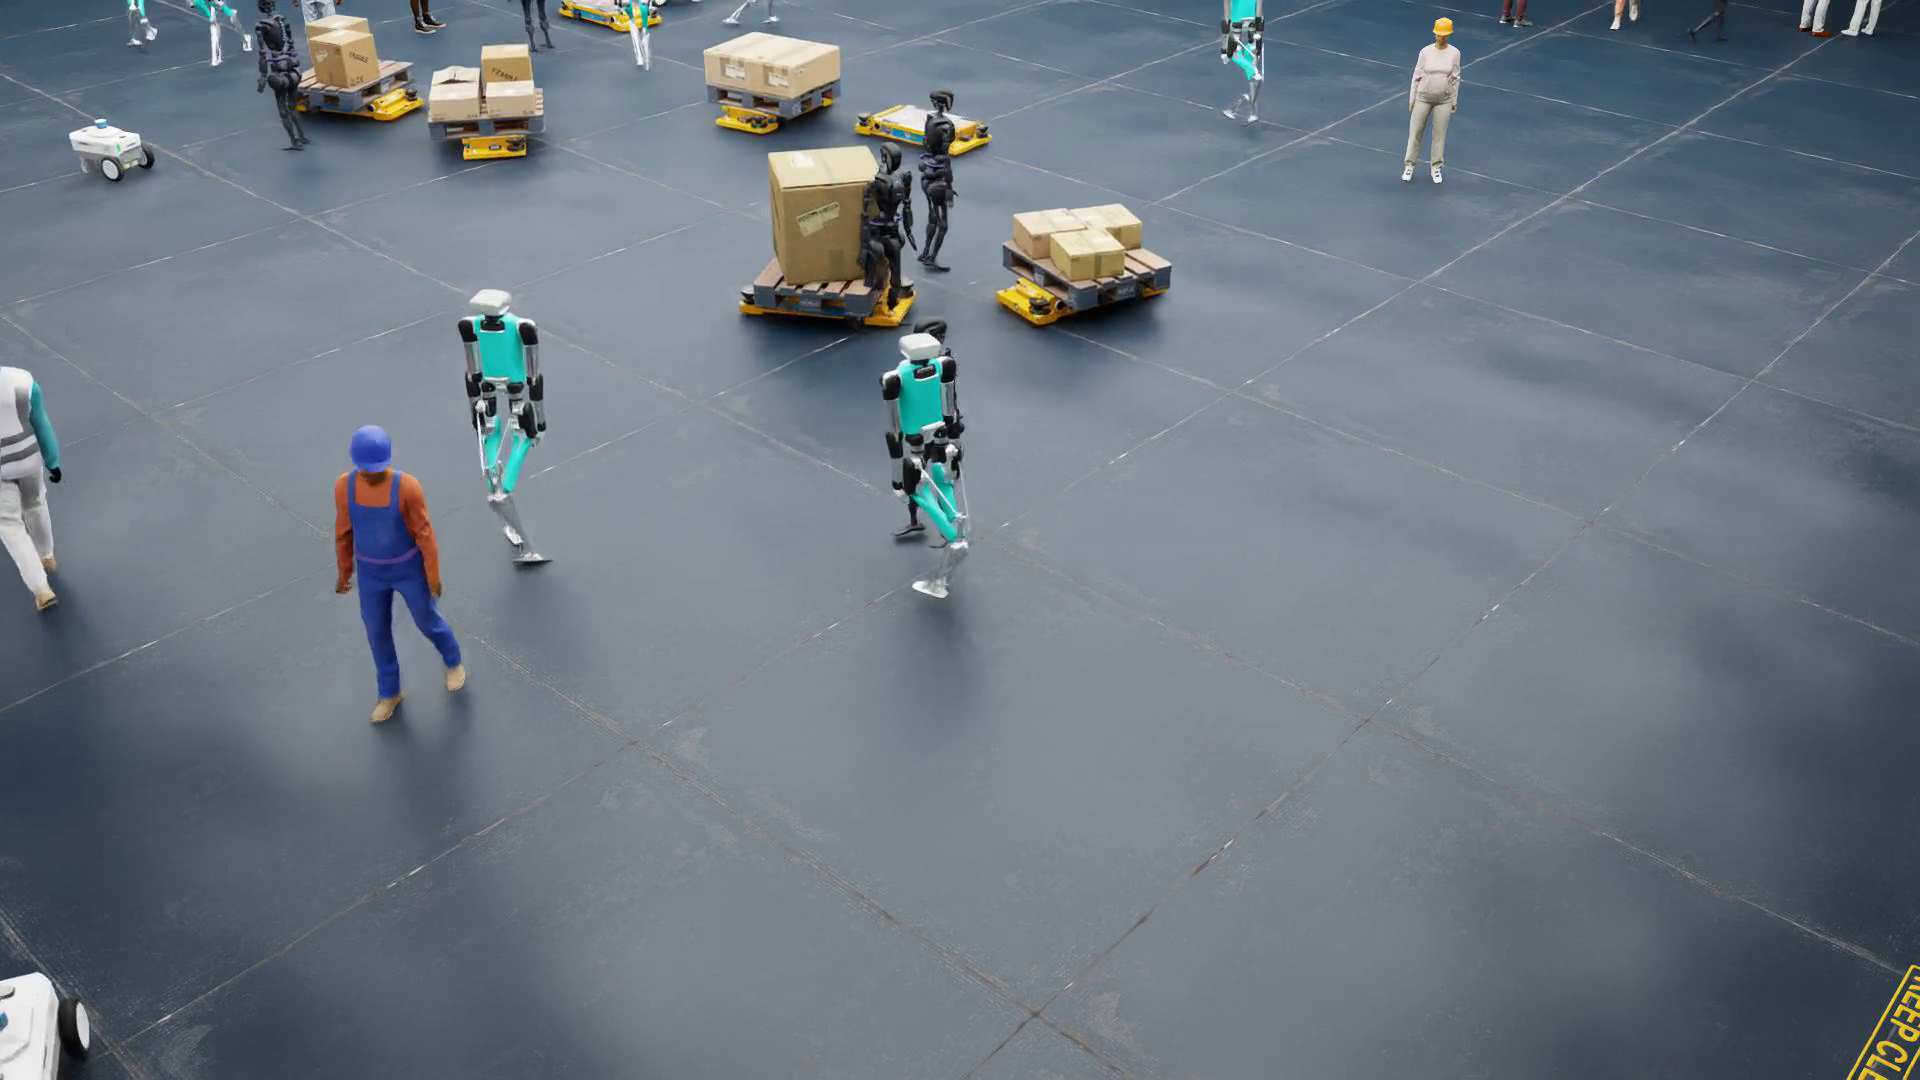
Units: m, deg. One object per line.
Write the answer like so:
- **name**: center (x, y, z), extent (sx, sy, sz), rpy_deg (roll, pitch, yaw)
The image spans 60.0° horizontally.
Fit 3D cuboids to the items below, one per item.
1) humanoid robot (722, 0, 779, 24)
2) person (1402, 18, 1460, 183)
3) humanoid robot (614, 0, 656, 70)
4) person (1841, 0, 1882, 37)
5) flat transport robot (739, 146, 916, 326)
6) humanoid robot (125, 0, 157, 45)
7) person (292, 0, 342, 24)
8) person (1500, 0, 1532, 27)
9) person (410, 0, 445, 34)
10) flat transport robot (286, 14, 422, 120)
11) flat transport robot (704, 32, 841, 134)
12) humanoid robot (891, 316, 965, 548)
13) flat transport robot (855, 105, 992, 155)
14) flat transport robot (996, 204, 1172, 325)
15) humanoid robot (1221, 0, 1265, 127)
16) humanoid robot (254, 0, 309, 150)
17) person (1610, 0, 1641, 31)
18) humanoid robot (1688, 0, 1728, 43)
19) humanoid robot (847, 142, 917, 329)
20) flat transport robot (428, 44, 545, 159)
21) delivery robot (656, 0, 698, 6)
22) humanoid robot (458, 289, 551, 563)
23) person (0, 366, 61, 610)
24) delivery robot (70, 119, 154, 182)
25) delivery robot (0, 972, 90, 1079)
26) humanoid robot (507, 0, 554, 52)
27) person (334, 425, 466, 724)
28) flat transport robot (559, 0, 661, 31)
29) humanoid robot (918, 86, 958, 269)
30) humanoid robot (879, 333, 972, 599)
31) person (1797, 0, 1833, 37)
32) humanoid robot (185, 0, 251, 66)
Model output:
- **humanoid robot**: center (-2.760, -7.717, 22.206), extent (0.937, 1.746, 0.543), rpy_deg (0, 32, -1)
- **person**: center (4.857, -4.509, 17.068), extent (0.479, 1.693, 0.337), rpy_deg (6, 32, 9)
- **humanoid robot**: center (-3.984, -6.644, 20.550), extent (0.549, 1.889, 0.733), rpy_deg (-2, 32, -4)
- **person**: center (12.032, -7.464, 21.874), extent (0.522, 1.636, 0.307), rpy_deg (-6, 32, -10)
- **flat transport robot**: center (-1.152, -2.150, 14.616), extent (1.431, 0.231, 0.659), rpy_deg (7, 32, 11)
- **humanoid robot**: center (-10.619, -7.143, 21.288), extent (0.548, 1.723, 1.029), rpy_deg (-15, 35, -22)
- **person**: center (-7.915, -6.707, 20.393), extent (0.589, 1.918, 0.387), rpy_deg (-6, 32, -10)
- **person**: center (7.599, -7.822, 22.293), extent (0.377, 1.807, 0.544), rpy_deg (-16, 35, -24)
- **person**: center (-7.190, -7.747, 22.027), extent (0.370, 1.960, 0.601), rpy_deg (6, 32, 10)
- **flat transport robot**: center (-7.096, -5.152, 19.450), extent (1.431, 0.231, 0.659), rpy_deg (10, 33, 15)
- **flat transport robot**: center (-2.121, -5.005, 19.213), extent (0.659, 0.231, 1.431), rpy_deg (18, 36, 26)
- **humanoid robot**: center (-0.209, -0.679, 10.911), extent (0.455, 1.653, 0.616), rpy_deg (-17, 36, -25)
- **flat transport robot**: center (-0.411, -4.581, 18.531), extent (1.431, 0.231, 0.659), rpy_deg (21, 38, 30)
- **flat transport robot**: center (1.093, -2.252, 14.781), extent (1.431, 0.231, 0.659), rpy_deg (-18, 36, -27)
- **humanoid robot**: center (3.273, -5.428, 18.568), extent (0.545, 1.778, 1.052), rpy_deg (-12, 34, -18)
- **humanoid robot**: center (-7.359, -5.079, 17.990), extent (0.327, 1.646, 0.600), rpy_deg (10, 33, 15)
- **person**: center (9.027, -7.714, 22.078), extent (0.618, 1.842, 0.525), rpy_deg (11, 33, 17)
- **humanoid robot**: center (9.869, -7.286, 21.588), extent (0.674, 1.629, 0.613), rpy_deg (-10, 33, -16)
- **humanoid robot**: center (-0.664, -2.555, 13.942), extent (0.612, 1.644, 0.482), rpy_deg (-28, 41, -37)
- **flat transport robot**: center (-5.208, -4.542, 18.468), extent (0.659, 0.231, 1.431), rpy_deg (-6, 32, -10)
- **delivery robot**: center (-4.107, -7.929, 23.627), extent (0.746, 0.570, 0.499), rpy_deg (-11, 33, -17)
- **humanoid robot**: center (-3.014, -0.665, 10.828), extent (0.597, 1.767, 0.880), rpy_deg (6, 32, 9)
- **person**: center (-5.975, -0.453, 10.432), extent (0.621, 1.804, 0.888), rpy_deg (-27, 41, -36)
- **delivery robot**: center (-8.968, -4.132, 17.524), extent (0.740, 0.581, 0.513), rpy_deg (12, 34, 18)
- **delivery robot**: center (-4.137, 2.259, 7.257), extent (0.499, 0.606, 0.796), rpy_deg (-11, 34, -18)
- **humanoid robot**: center (-5.514, -7.108, 21.263), extent (0.600, 1.651, 0.322), rpy_deg (-26, 40, -35)
- **person**: center (-3.221, 0.140, 9.404), extent (0.602, 1.886, 0.546), rpy_deg (0, 32, -1)
- **flat transport robot**: center (-4.812, -7.251, 22.830), extent (1.431, 0.231, 0.659), rpy_deg (26, 40, 35)
- **humanoid robot**: center (-0.221, -3.313, 15.154), extent (0.341, 1.642, 0.603), rpy_deg (-8, 33, -13)
- **humanoid robot**: center (-0.110, -0.369, 10.330), extent (0.542, 1.756, 0.745), rpy_deg (-22, 38, -31)
- **person**: center (11.455, -7.567, 21.860), extent (0.365, 1.831, 0.514), rpy_deg (-8, 33, -12)
- **humanoid robot**: center (-9.372, -6.934, 20.951), extent (0.547, 1.775, 0.932), rpy_deg (5, 32, 8)
